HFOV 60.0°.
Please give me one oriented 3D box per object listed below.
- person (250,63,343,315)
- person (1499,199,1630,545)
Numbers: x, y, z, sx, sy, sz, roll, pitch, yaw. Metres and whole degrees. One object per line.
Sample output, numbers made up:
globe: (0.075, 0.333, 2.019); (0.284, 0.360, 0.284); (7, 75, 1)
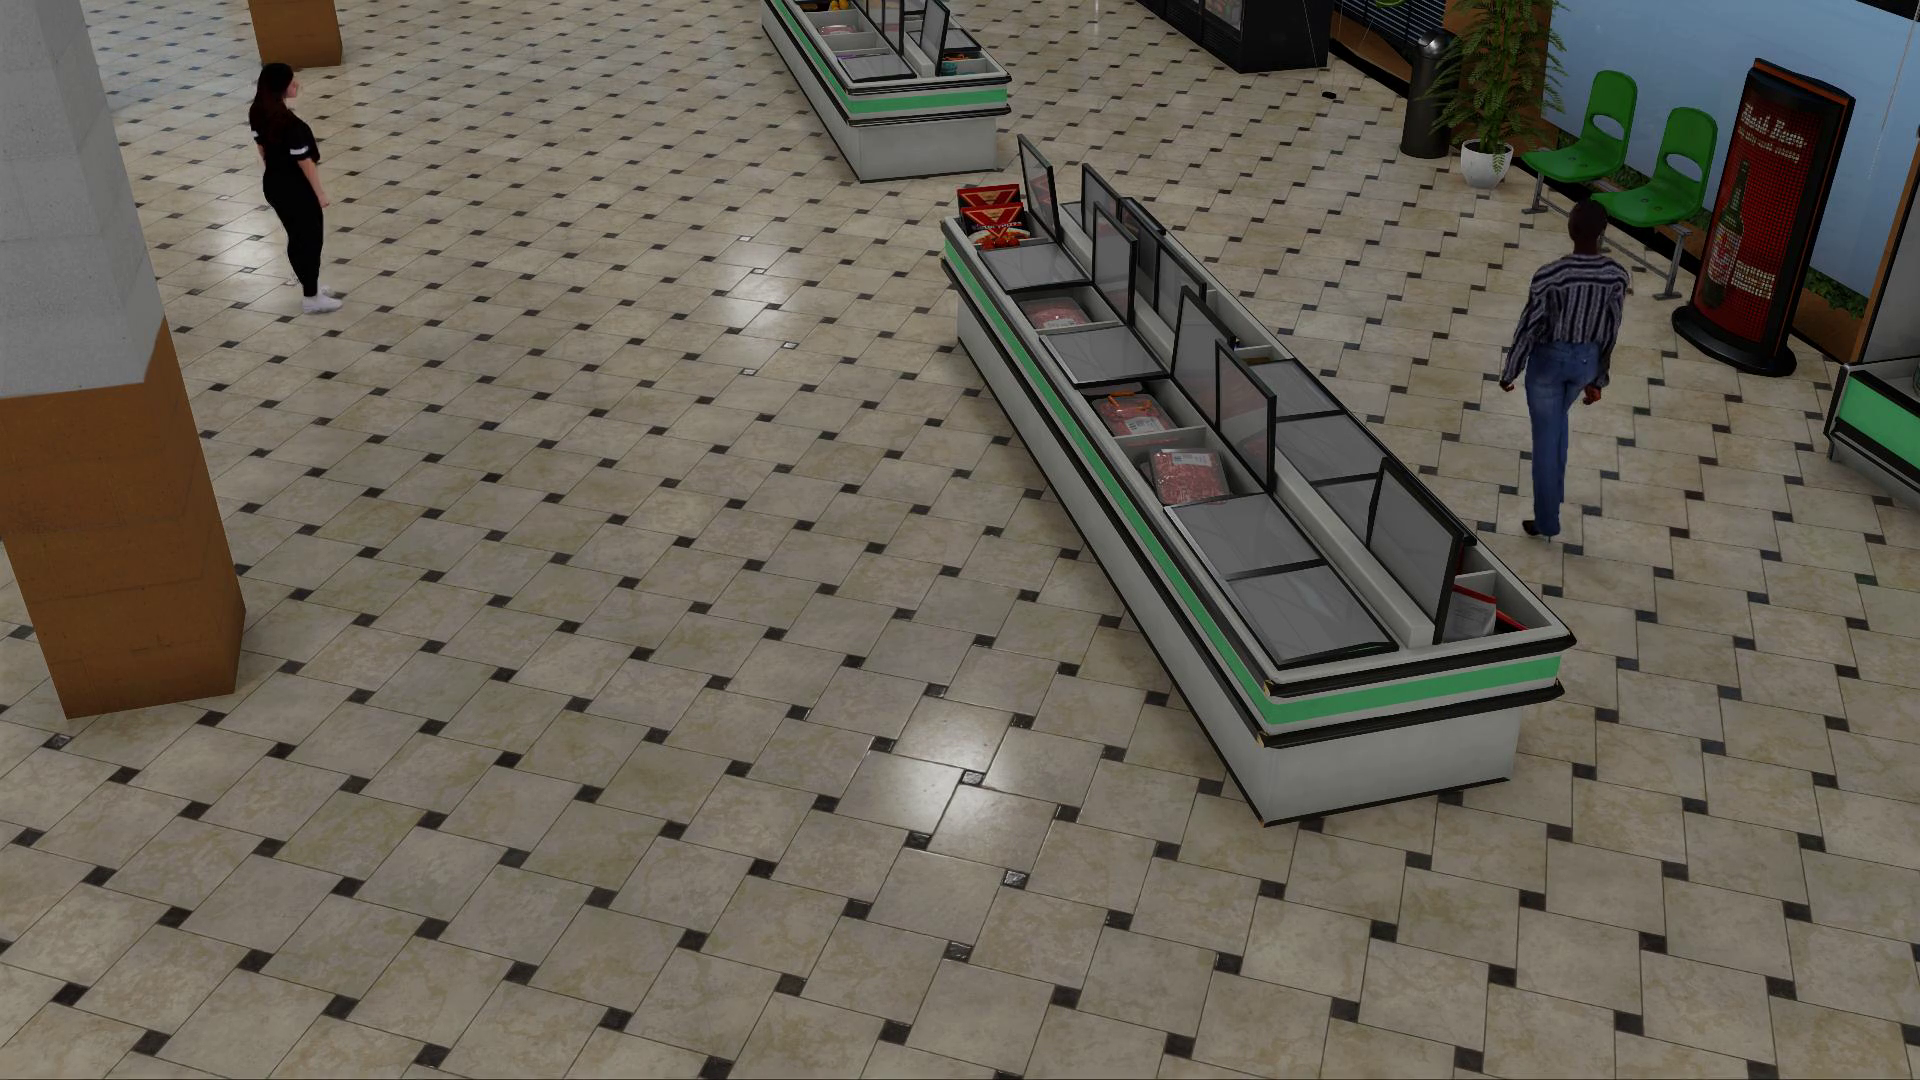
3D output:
person: (-4.285, -2.262, 10.667); (0.731, 1.626, 0.793); (10, 33, 15)
person: (2.962, -0.750, 8.092); (0.635, 1.778, 0.676); (-6, 32, -9)
